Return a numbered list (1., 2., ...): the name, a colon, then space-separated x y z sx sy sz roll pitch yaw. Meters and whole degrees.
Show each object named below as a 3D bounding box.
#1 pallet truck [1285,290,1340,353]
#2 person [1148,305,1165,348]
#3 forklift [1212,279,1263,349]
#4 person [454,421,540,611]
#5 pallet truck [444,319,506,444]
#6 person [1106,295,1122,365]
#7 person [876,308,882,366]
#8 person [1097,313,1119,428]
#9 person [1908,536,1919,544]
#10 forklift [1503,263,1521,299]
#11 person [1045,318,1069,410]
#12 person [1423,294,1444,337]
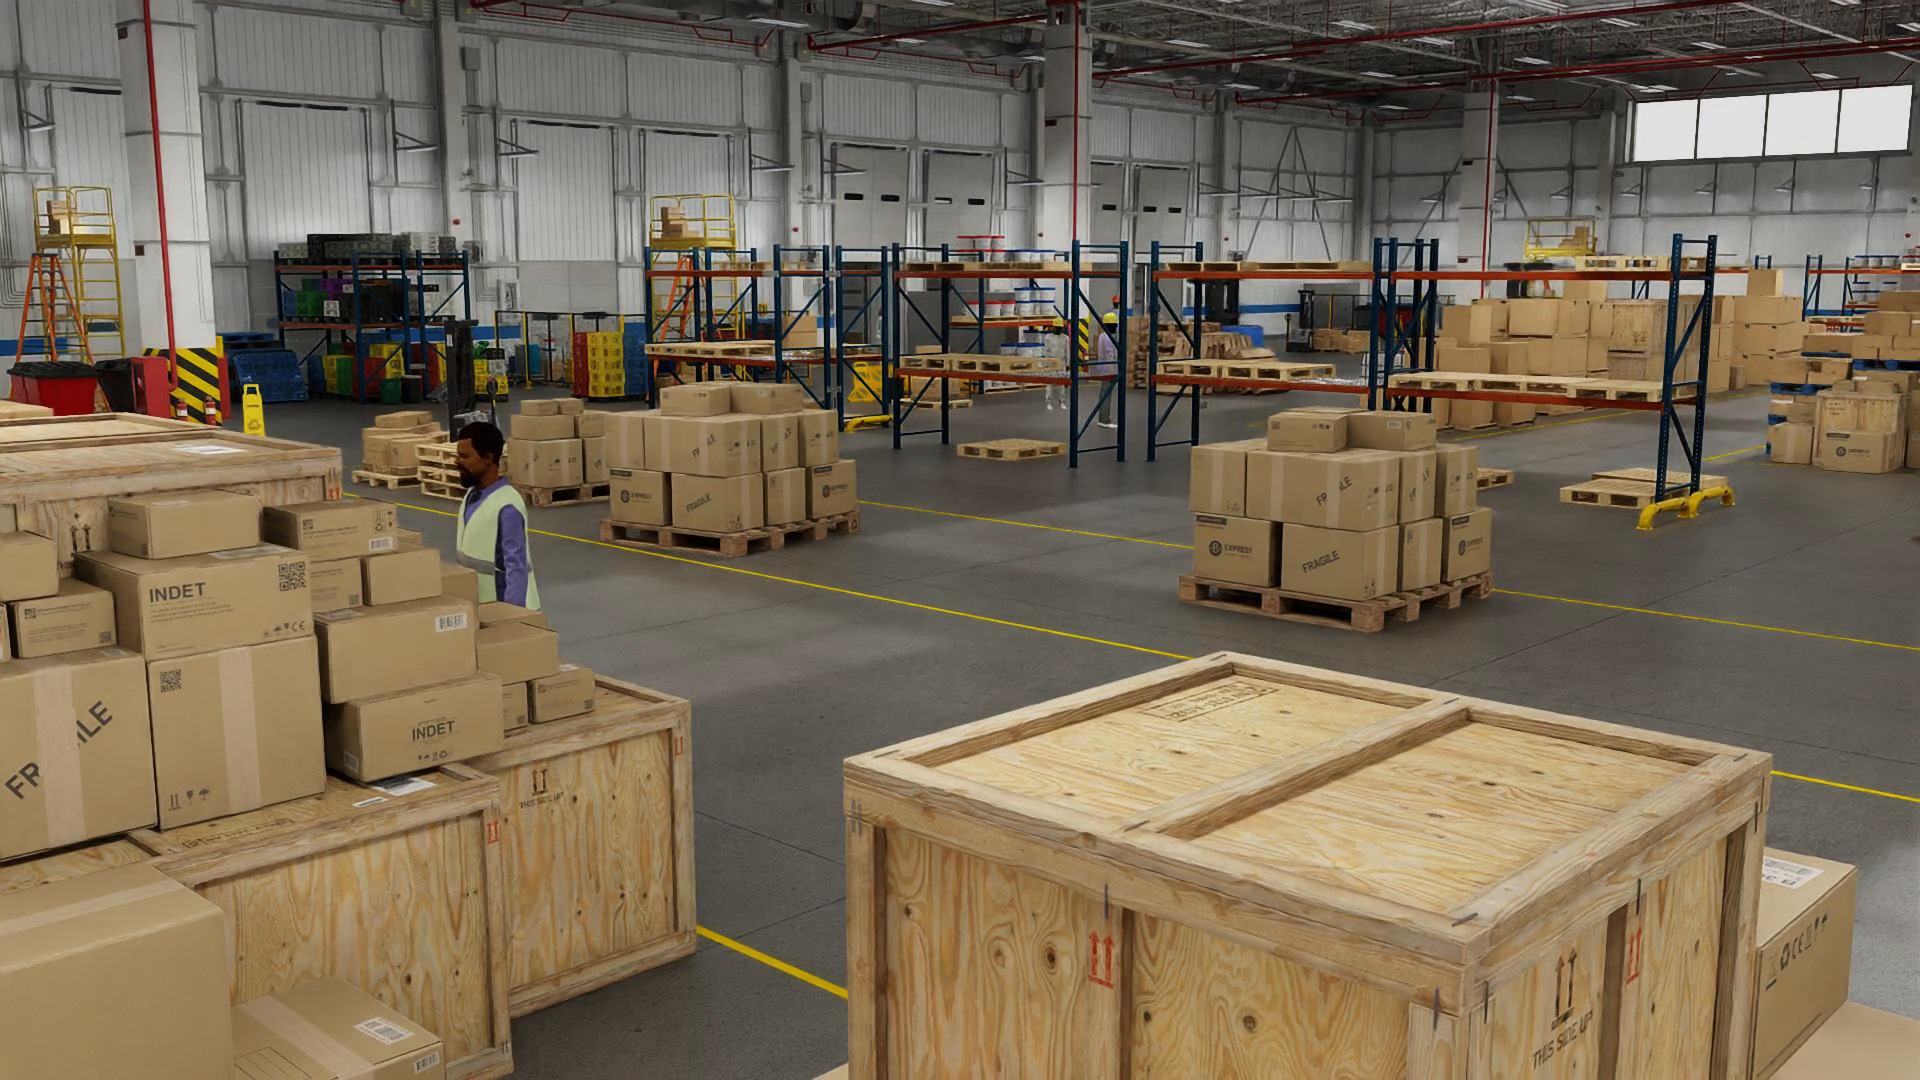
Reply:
1. pallet truck: 11.297 -6.951 52.861 1.885 1.965 0.823 -5 11 -29
2. person: 5.478 -5.698 46.197 0.550 1.648 0.849 6 11 33
3. forklift: 7.371 -6.271 45.994 1.873 2.768 1.129 9 13 43
4. person: -2.296 0.370 8.222 0.386 1.918 0.592 -7 11 -36
5. pallet truck: -6.981 -1.942 22.150 1.885 1.965 0.823 1 9 9
6. person: 4.276 -5.744 45.654 0.550 1.933 0.370 0 9 0
7. person: -2.072 -5.363 44.255 0.318 1.631 0.526 0 9 0
8. person: 2.487 -2.836 27.847 0.364 1.928 0.586 -1 9 -7
9. person: 9.547 -0.869 15.992 0.627 1.867 0.576 0 9 2
10. forklift: 15.325 -6.319 46.287 1.873 2.768 1.129 2 10 15
11. person: 1.838 -3.326 31.437 0.485 1.739 0.320 -2 9 -11
12. person: 14.784 -6.764 51.969 0.628 1.924 0.543 4 10 22
